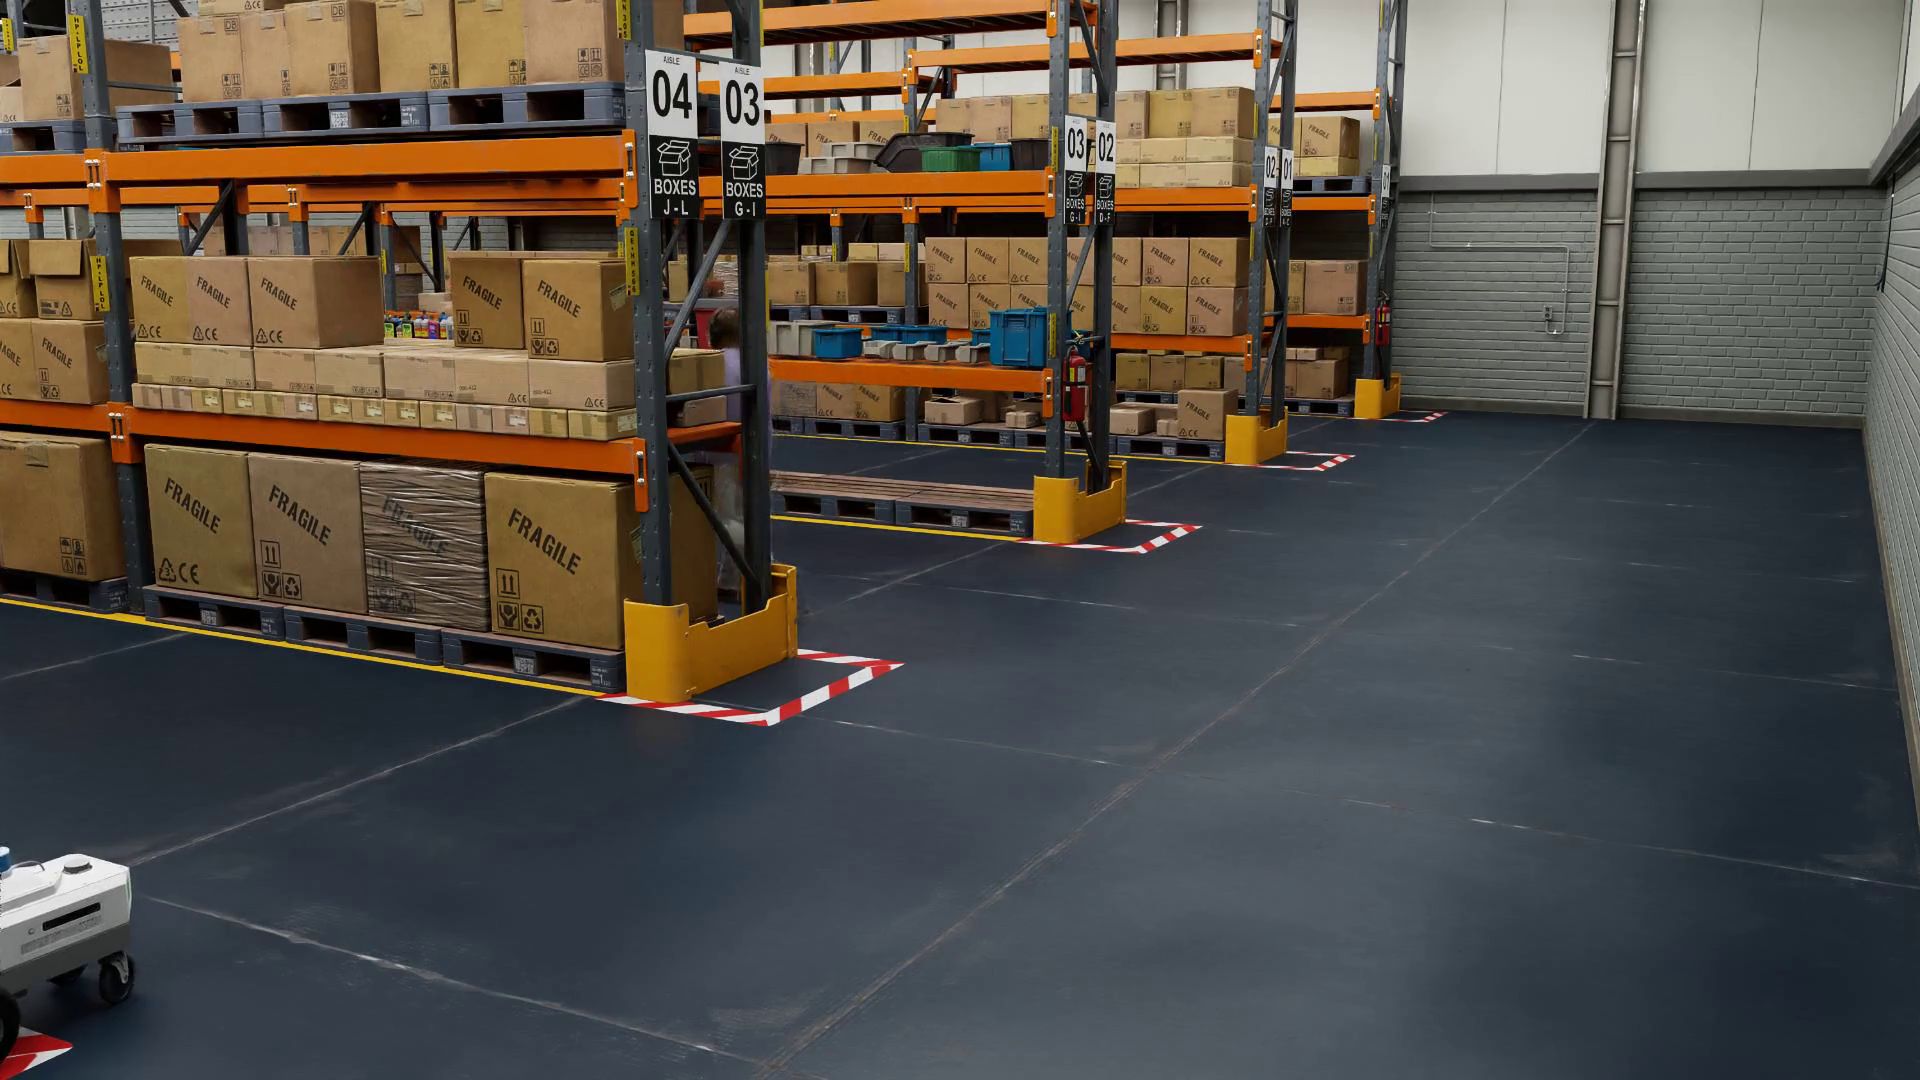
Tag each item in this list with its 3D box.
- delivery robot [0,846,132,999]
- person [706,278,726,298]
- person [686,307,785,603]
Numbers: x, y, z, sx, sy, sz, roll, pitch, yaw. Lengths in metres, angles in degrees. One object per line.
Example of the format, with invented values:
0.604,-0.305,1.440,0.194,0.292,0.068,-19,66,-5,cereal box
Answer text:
-2.828,1.146,4.894,0.477,0.478,0.707,6,12,28,delivery robot
-2.789,-2.012,18.776,0.489,1.871,0.598,4,11,22,person
-1.389,-0.499,10.412,0.767,1.914,0.627,8,13,37,person
